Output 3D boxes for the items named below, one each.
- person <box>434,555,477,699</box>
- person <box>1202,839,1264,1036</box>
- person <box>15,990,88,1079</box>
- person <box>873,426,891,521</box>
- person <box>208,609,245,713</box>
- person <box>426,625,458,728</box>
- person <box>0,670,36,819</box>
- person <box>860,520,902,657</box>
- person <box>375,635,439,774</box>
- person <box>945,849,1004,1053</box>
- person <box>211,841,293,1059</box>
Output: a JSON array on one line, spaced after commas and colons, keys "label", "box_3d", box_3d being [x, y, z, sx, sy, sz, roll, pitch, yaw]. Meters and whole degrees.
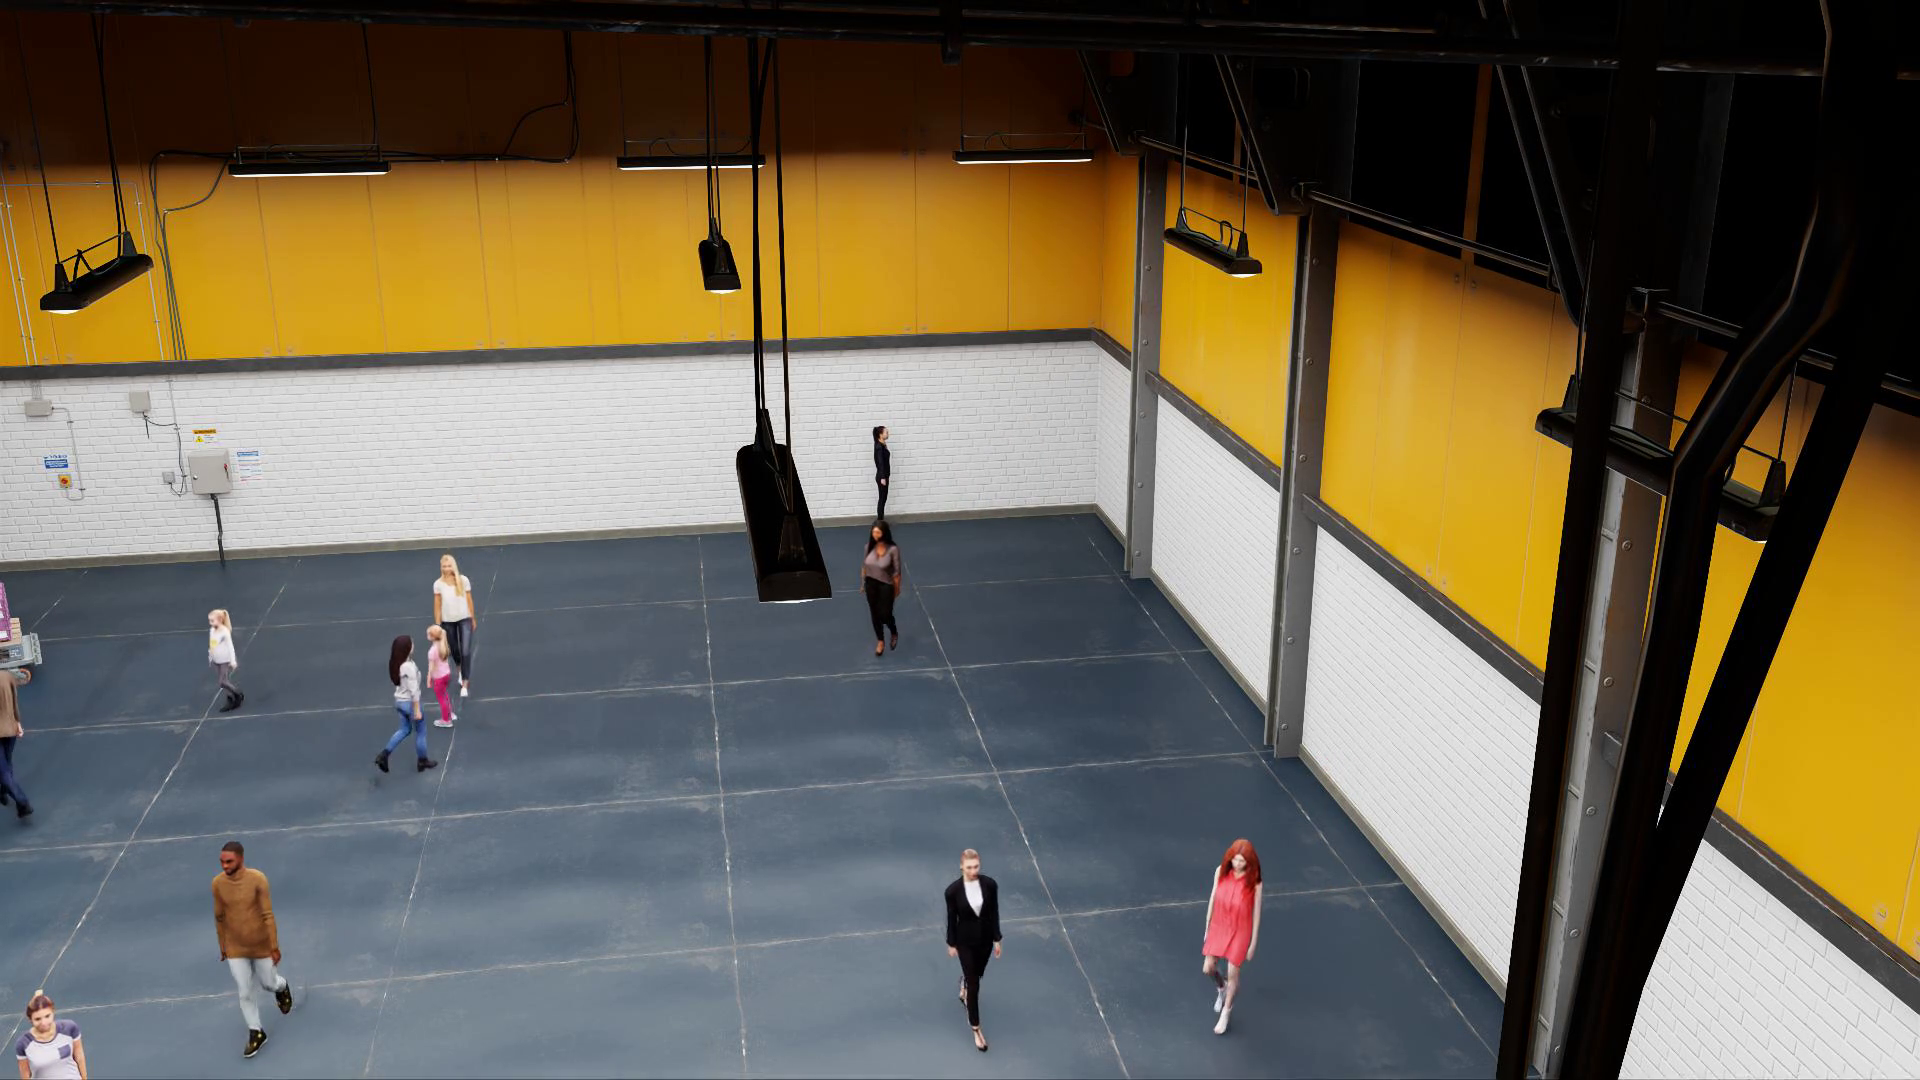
[{"label": "person", "box_3d": [-6.104, 1.000, 20.190, 0.624, 1.762, 1.158, -4, 19, -12]}, {"label": "person", "box_3d": [2.261, 3.196, 13.595, 0.792, 1.809, 0.851, 12, 22, 33]}, {"label": "person", "box_3d": [-6.380, 3.916, 11.752, 0.639, 1.620, 0.652, -13, 23, -34]}, {"label": "person", "box_3d": [-1.213, -0.968, 26.113, 0.675, 1.712, 0.489, 0, 19, 1]}, {"label": "person", "box_3d": [-8.691, 1.410, 19.742, 0.602, 1.270, 0.662, 12, 22, 32]}, {"label": "person", "box_3d": [-5.968, 1.573, 19.261, 0.648, 1.268, 0.555, 5, 19, 13]}, {"label": "person", "box_3d": [-9.852, 2.000, 17.077, 1.202, 1.854, 1.160, 12, 22, 31]}, {"label": "person", "box_3d": [-0.979, 0.600, 21.275, 0.792, 1.827, 0.839, 7, 20, 21]}, {"label": "person", "box_3d": [-6.039, 1.821, 17.990, 0.958, 1.610, 0.982, 16, 24, 39]}, {"label": "person", "box_3d": [0.100, 3.266, 13.603, 0.747, 1.671, 1.102, -7, 20, -20]}, {"label": "person", "box_3d": [-5.724, 3.235, 13.486, 0.717, 1.805, 0.972, -1, 19, -2]}]
